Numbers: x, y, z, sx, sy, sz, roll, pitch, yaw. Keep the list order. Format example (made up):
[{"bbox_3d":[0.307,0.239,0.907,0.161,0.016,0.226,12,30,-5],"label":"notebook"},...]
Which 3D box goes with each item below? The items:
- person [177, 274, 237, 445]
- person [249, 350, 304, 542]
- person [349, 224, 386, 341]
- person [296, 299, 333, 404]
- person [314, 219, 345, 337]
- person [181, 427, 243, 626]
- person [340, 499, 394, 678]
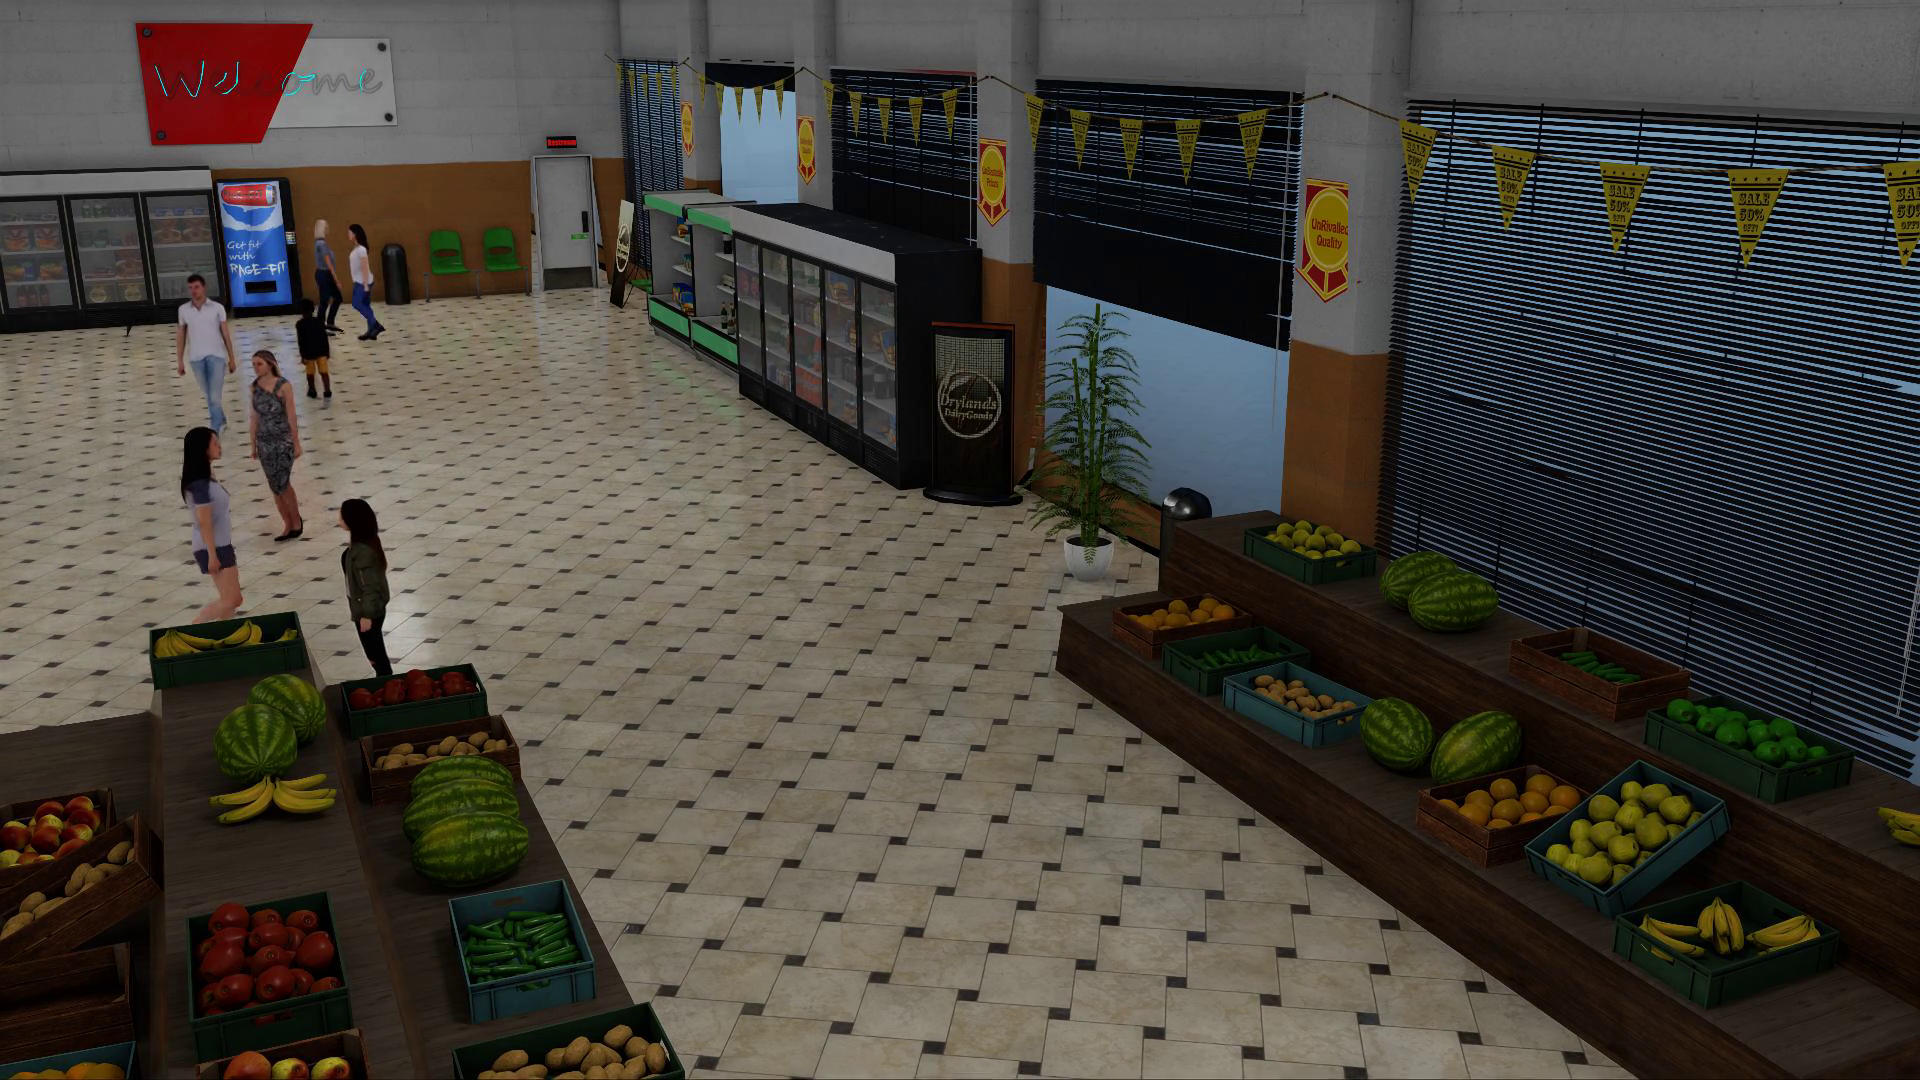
[{"bbox_3d":[-8.082,-1.931,17.921,0.963,1.804,1.286,-2,17,-5],"label":"person"},{"bbox_3d":[-5.888,-0.829,14.494,0.702,1.687,0.754,4,17,14],"label":"person"},{"bbox_3d":[-8.472,-3.672,23.893,0.684,1.665,0.584,-7,18,-21],"label":"person"},{"bbox_3d":[-7.697,-2.232,19.878,0.665,1.242,0.949,-12,21,-35],"label":"person"},{"bbox_3d":[-9.342,-3.790,24.226,0.652,1.698,0.583,-7,18,-22],"label":"person"},{"bbox_3d":[-5.265,0.060,11.552,0.709,1.695,0.687,-5,18,-17],"label":"person"},{"bbox_3d":[-3.797,0.440,10.678,0.642,1.475,0.447,-7,18,-21],"label":"person"}]
